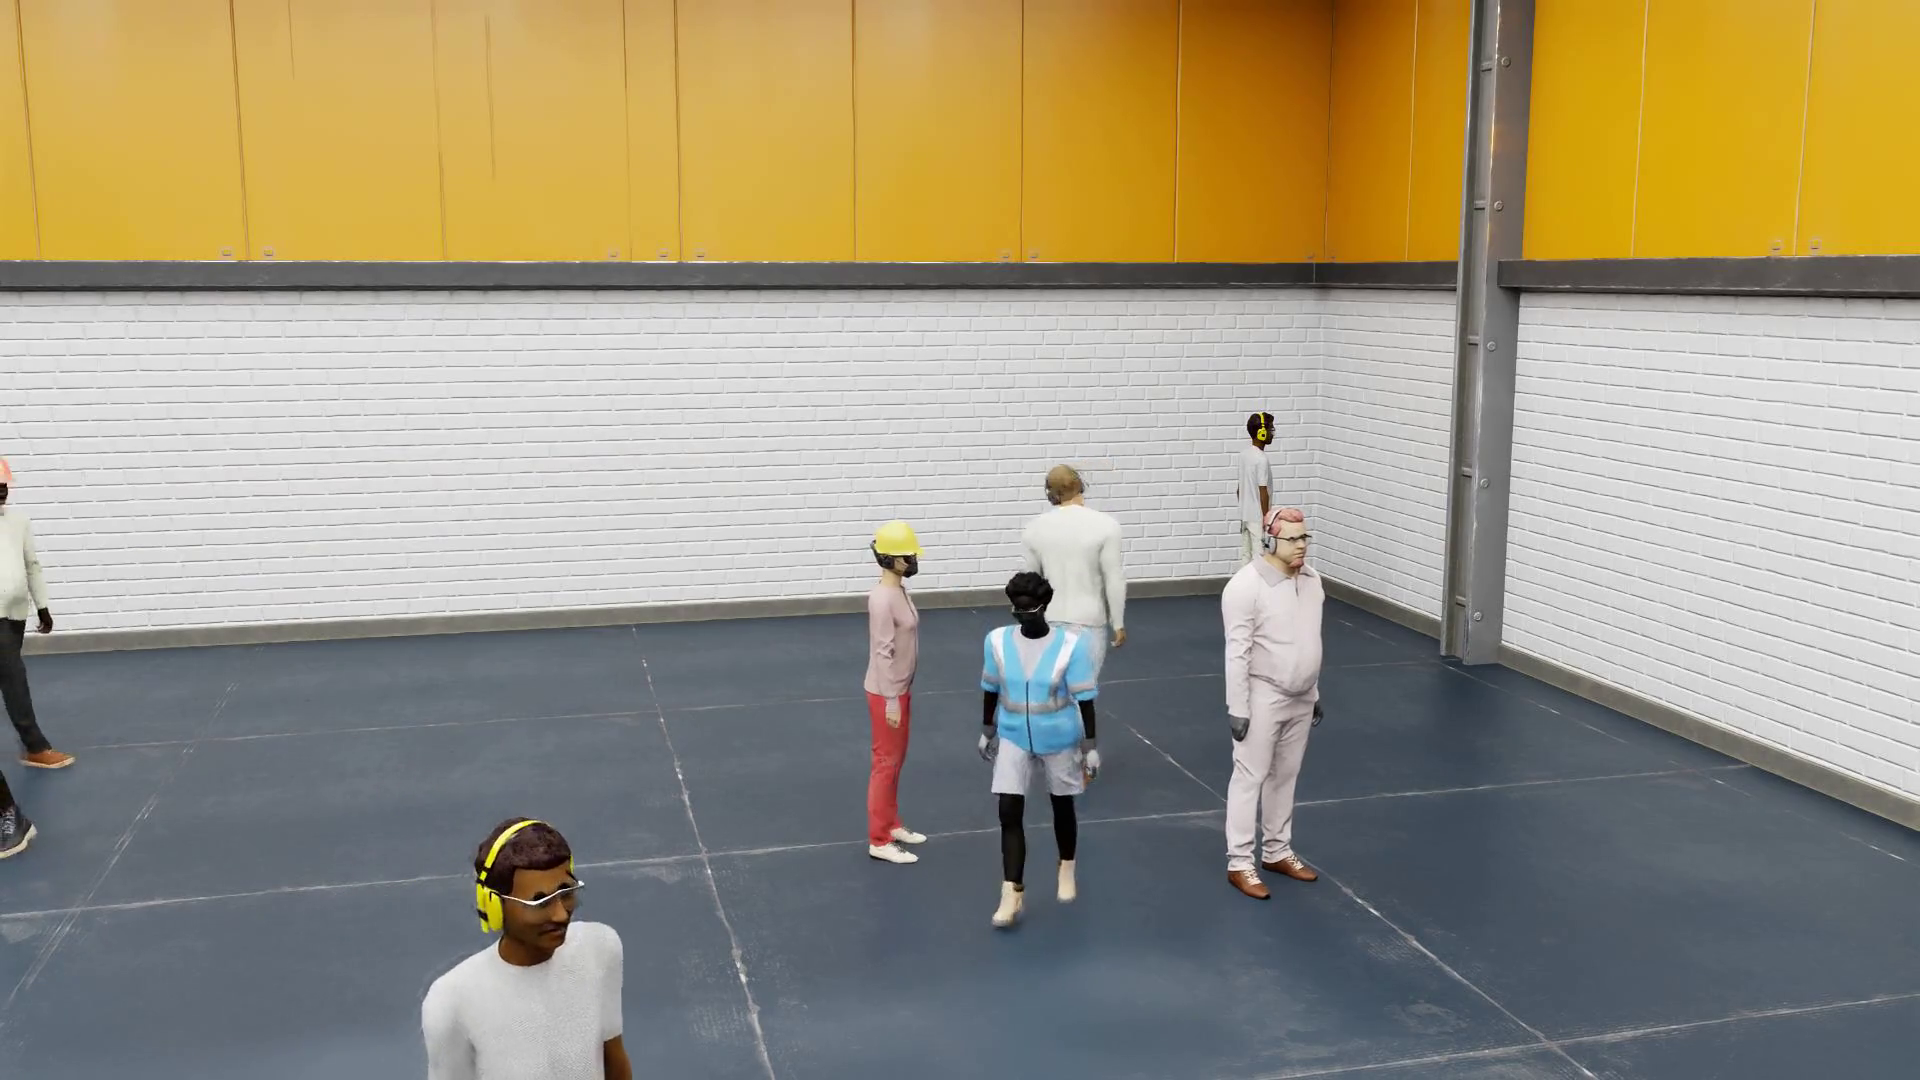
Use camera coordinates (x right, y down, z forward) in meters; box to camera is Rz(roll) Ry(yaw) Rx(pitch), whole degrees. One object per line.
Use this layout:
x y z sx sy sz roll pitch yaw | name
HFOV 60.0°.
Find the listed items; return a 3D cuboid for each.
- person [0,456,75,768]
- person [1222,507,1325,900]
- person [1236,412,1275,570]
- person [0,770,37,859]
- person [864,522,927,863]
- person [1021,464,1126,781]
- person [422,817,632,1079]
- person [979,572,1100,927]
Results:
-5.981 0.423 10.256 0.988 1.960 0.617 2 9 13 | person
1.569 0.782 8.159 0.644 1.907 0.400 -7 12 -38 | person
2.521 -0.150 14.087 0.321 1.871 0.532 -2 9 -14 | person
-5.337 0.724 8.513 0.806 1.921 0.553 1 9 5 | person
-0.326 0.781 8.628 0.324 1.762 0.541 1 9 8 | person
0.661 0.513 9.900 0.659 1.907 0.353 7 11 35 | person
-0.989 1.501 3.847 0.679 1.854 0.535 8 12 41 | person
0.354 0.961 7.789 0.619 1.646 0.800 3 10 18 | person
